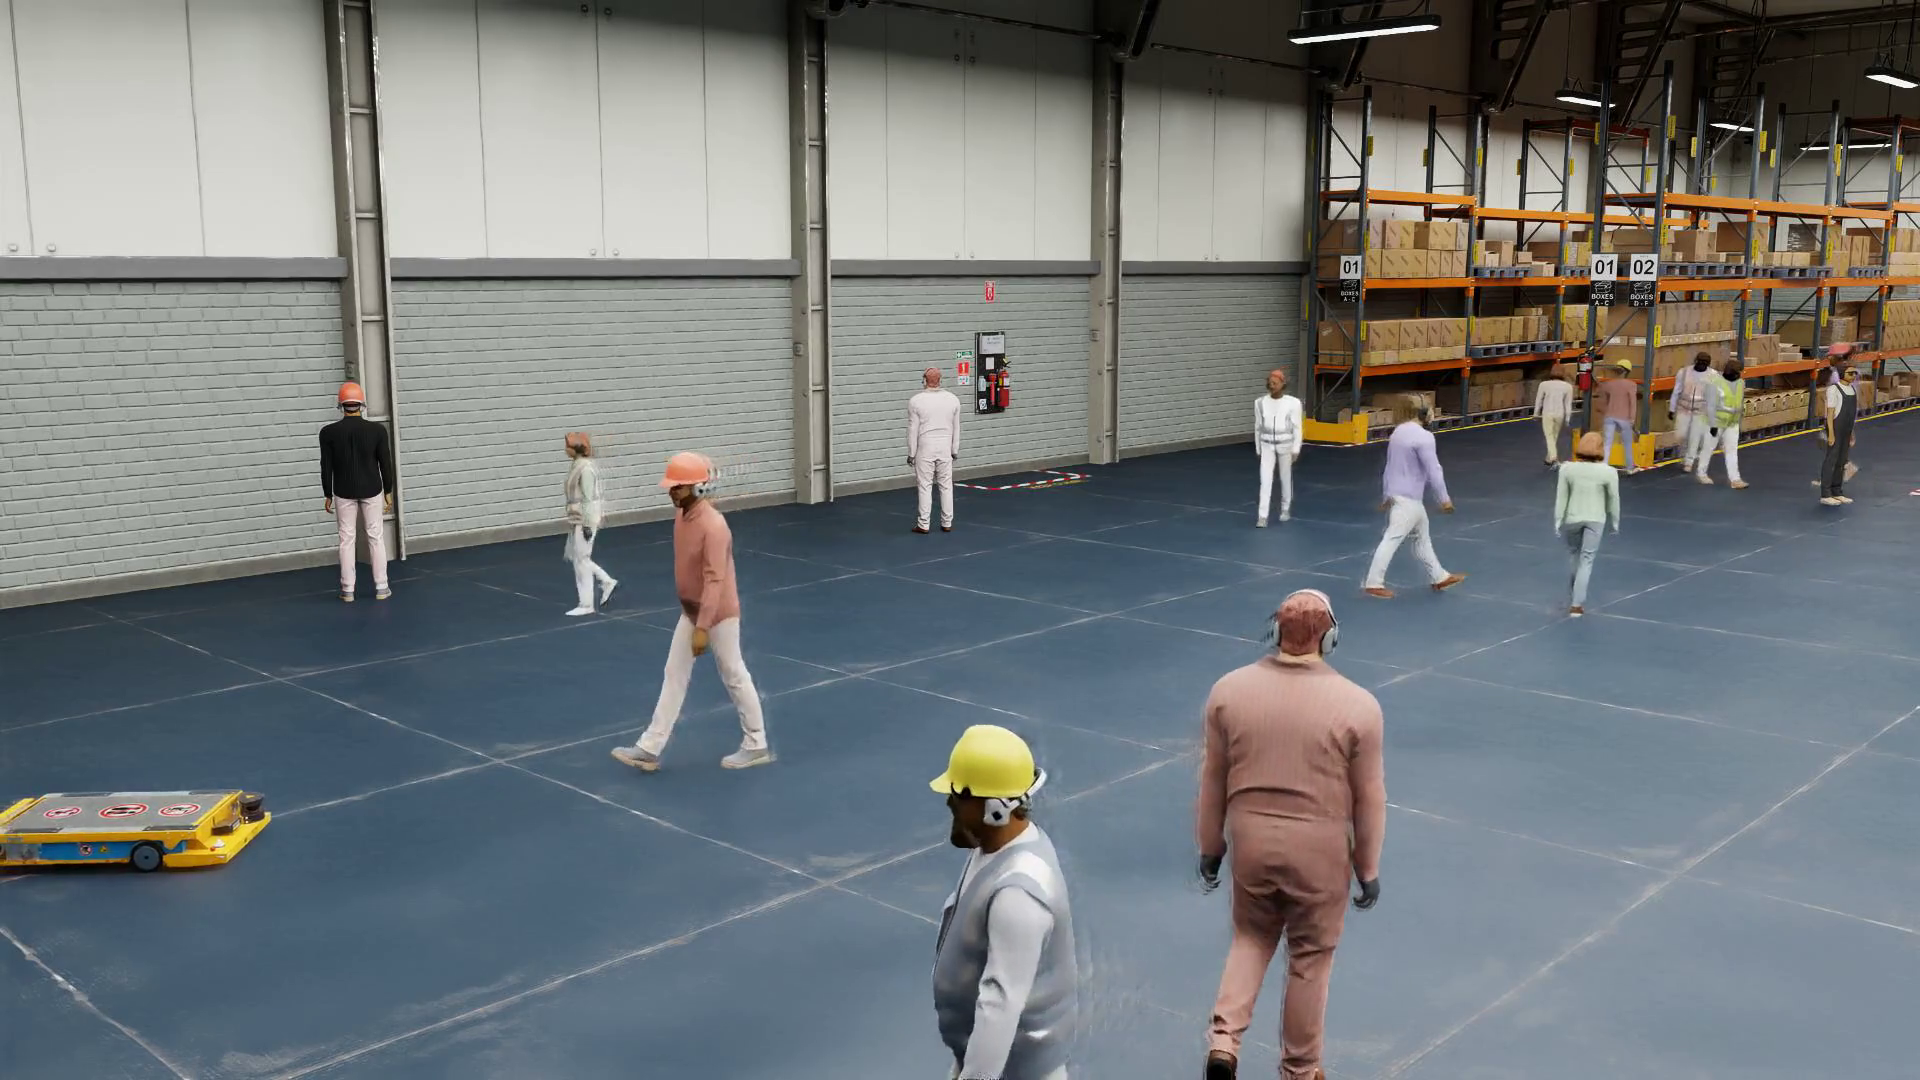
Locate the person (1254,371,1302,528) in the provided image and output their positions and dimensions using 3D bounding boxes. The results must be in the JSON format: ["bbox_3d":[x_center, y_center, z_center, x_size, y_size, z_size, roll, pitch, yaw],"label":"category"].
[{"bbox_3d":[3.759,-1.083,19.630,0.594,1.829,1.025,4,10,23],"label":"person"}]

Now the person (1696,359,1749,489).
[{"bbox_3d":[10.552,-1.605,22.947,0.639,1.781,0.959,-2,10,-12],"label":"person"}]

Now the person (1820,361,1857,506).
[{"bbox_3d":[11.271,-1.366,21.277,0.506,1.846,0.345,-6,11,-32],"label":"person"}]

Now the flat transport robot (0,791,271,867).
[{"bbox_3d":[-4.414,1.496,8.613,1.431,0.197,0.652,-1,9,-4],"label":"flat transport robot"}]

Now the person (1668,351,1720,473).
[{"bbox_3d":[10.891,-1.909,24.695,0.691,1.810,0.558,5,11,27],"label":"person"}]

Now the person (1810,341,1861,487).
[{"bbox_3d":[12.041,-1.701,22.773,0.526,2.024,0.628,7,12,37],"label":"person"}]

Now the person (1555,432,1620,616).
[{"bbox_3d":[5.533,-0.155,14.660,0.516,1.582,0.869,6,11,31],"label":"person"}]

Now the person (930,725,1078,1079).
[{"bbox_3d":[0.079,1.391,4.654,0.932,1.783,0.635,-1,9,-4],"label":"person"}]

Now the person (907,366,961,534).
[{"bbox_3d":[-0.317,-1.021,18.989,0.641,1.908,0.407,-4,10,-24],"label":"person"}]

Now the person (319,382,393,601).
[{"bbox_3d":[-5.482,-0.436,15.141,0.613,1.997,0.374,-3,10,-20],"label":"person"}]

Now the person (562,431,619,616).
[{"bbox_3d":[-3.261,-0.149,14.524,0.425,1.623,0.532,-4,10,-22],"label":"person"}]

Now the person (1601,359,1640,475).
[{"bbox_3d":[9.496,-1.733,23.899,0.541,1.709,0.900,9,13,44],"label":"person"}]

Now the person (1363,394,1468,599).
[{"bbox_3d":[4.188,-0.390,15.205,1.069,1.873,0.628,-1,9,-6],"label":"person"}]

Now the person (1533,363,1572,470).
[{"bbox_3d":[8.950,-1.858,25.031,0.505,1.595,0.824,0,9,2],"label":"person"}]

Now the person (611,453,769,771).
[{"bbox_3d":[-1.603,0.451,9.894,1.012,1.939,0.658,-6,11,-34],"label":"person"}]

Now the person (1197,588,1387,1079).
[{"bbox_3d":[1.167,1.126,5.958,0.663,1.889,0.510,6,11,31],"label":"person"}]
